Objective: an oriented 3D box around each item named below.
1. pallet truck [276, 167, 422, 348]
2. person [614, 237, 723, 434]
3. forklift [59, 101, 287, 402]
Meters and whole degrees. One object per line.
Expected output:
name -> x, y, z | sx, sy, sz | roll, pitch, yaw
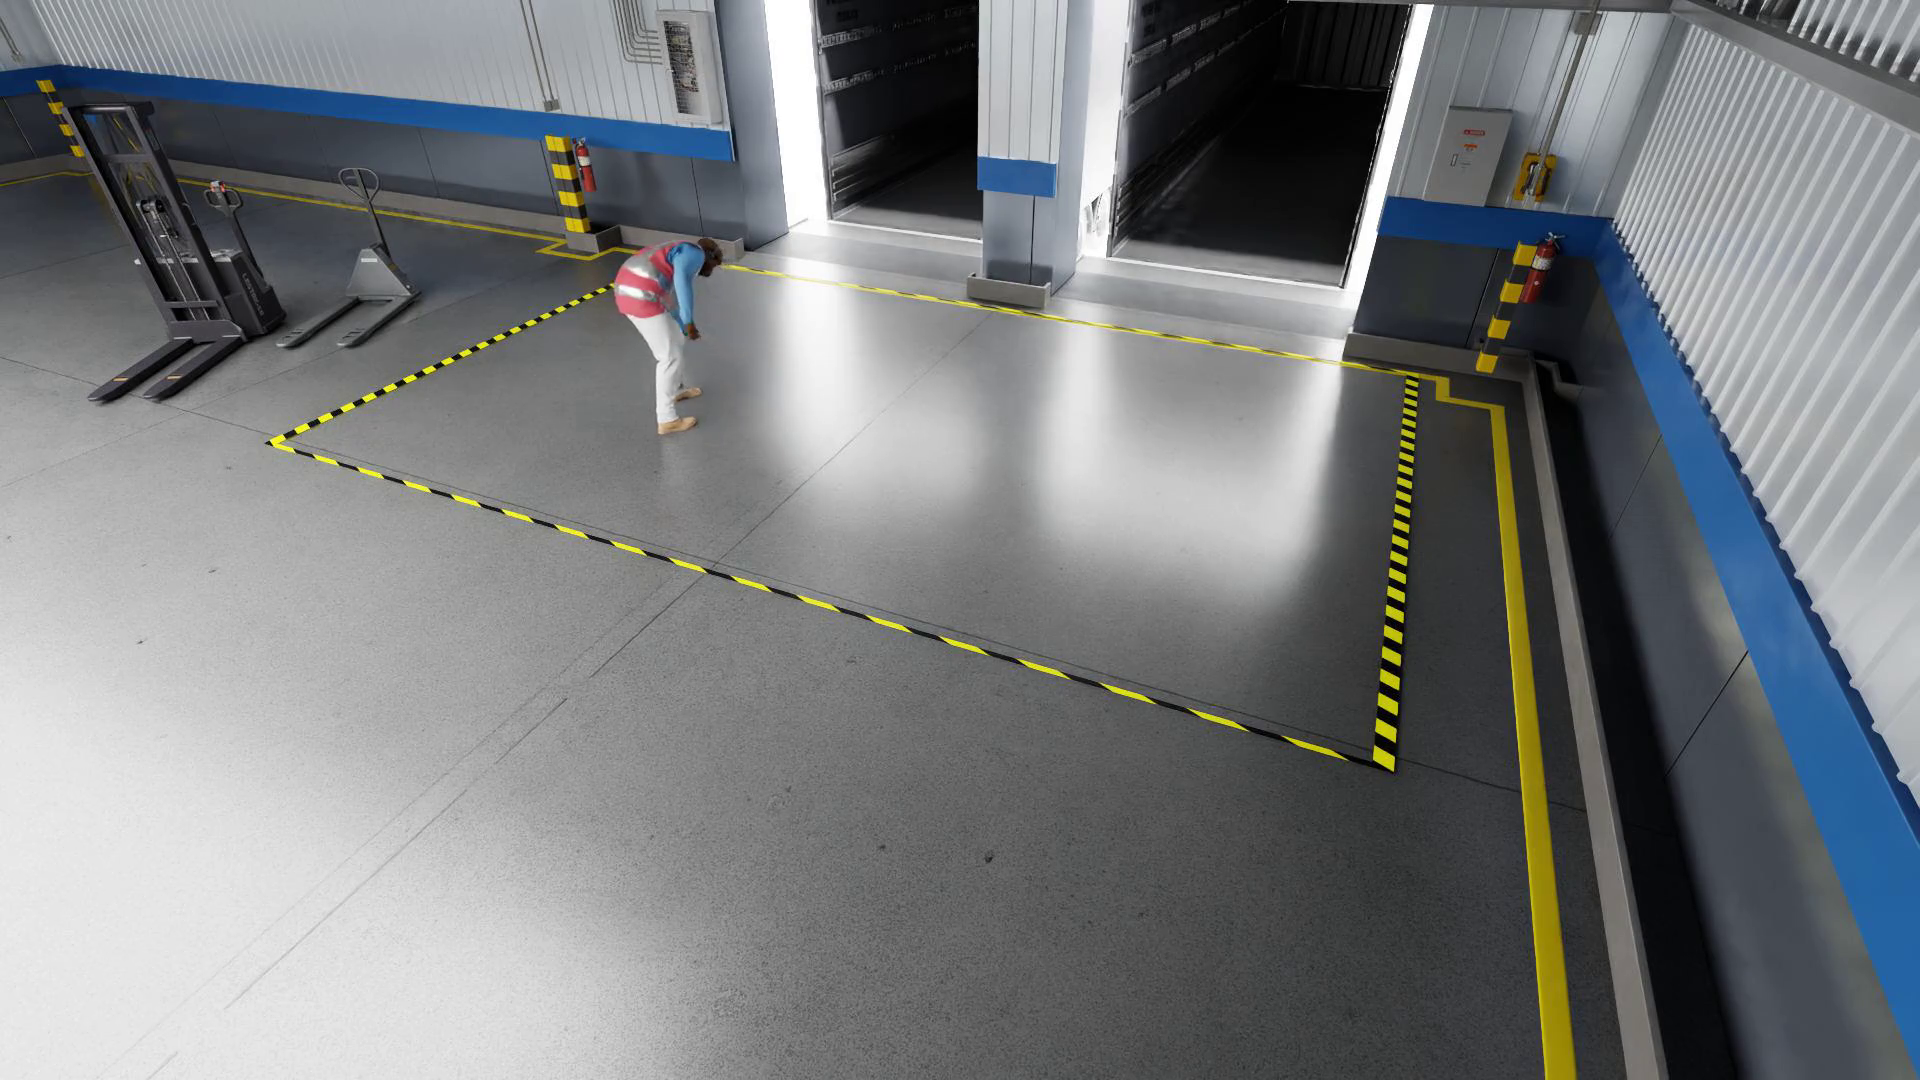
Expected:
pallet truck -> -5.732, -2.611, 8.414 | 0.680, 1.201, 1.601 | -1, 35, -1
person -> -2.101, -1.612, 6.961 | 0.888, 1.306, 0.871 | -18, 39, -23
forklift -> -6.686, -2.387, 7.434 | 0.823, 1.965, 1.885 | -3, 35, -5
